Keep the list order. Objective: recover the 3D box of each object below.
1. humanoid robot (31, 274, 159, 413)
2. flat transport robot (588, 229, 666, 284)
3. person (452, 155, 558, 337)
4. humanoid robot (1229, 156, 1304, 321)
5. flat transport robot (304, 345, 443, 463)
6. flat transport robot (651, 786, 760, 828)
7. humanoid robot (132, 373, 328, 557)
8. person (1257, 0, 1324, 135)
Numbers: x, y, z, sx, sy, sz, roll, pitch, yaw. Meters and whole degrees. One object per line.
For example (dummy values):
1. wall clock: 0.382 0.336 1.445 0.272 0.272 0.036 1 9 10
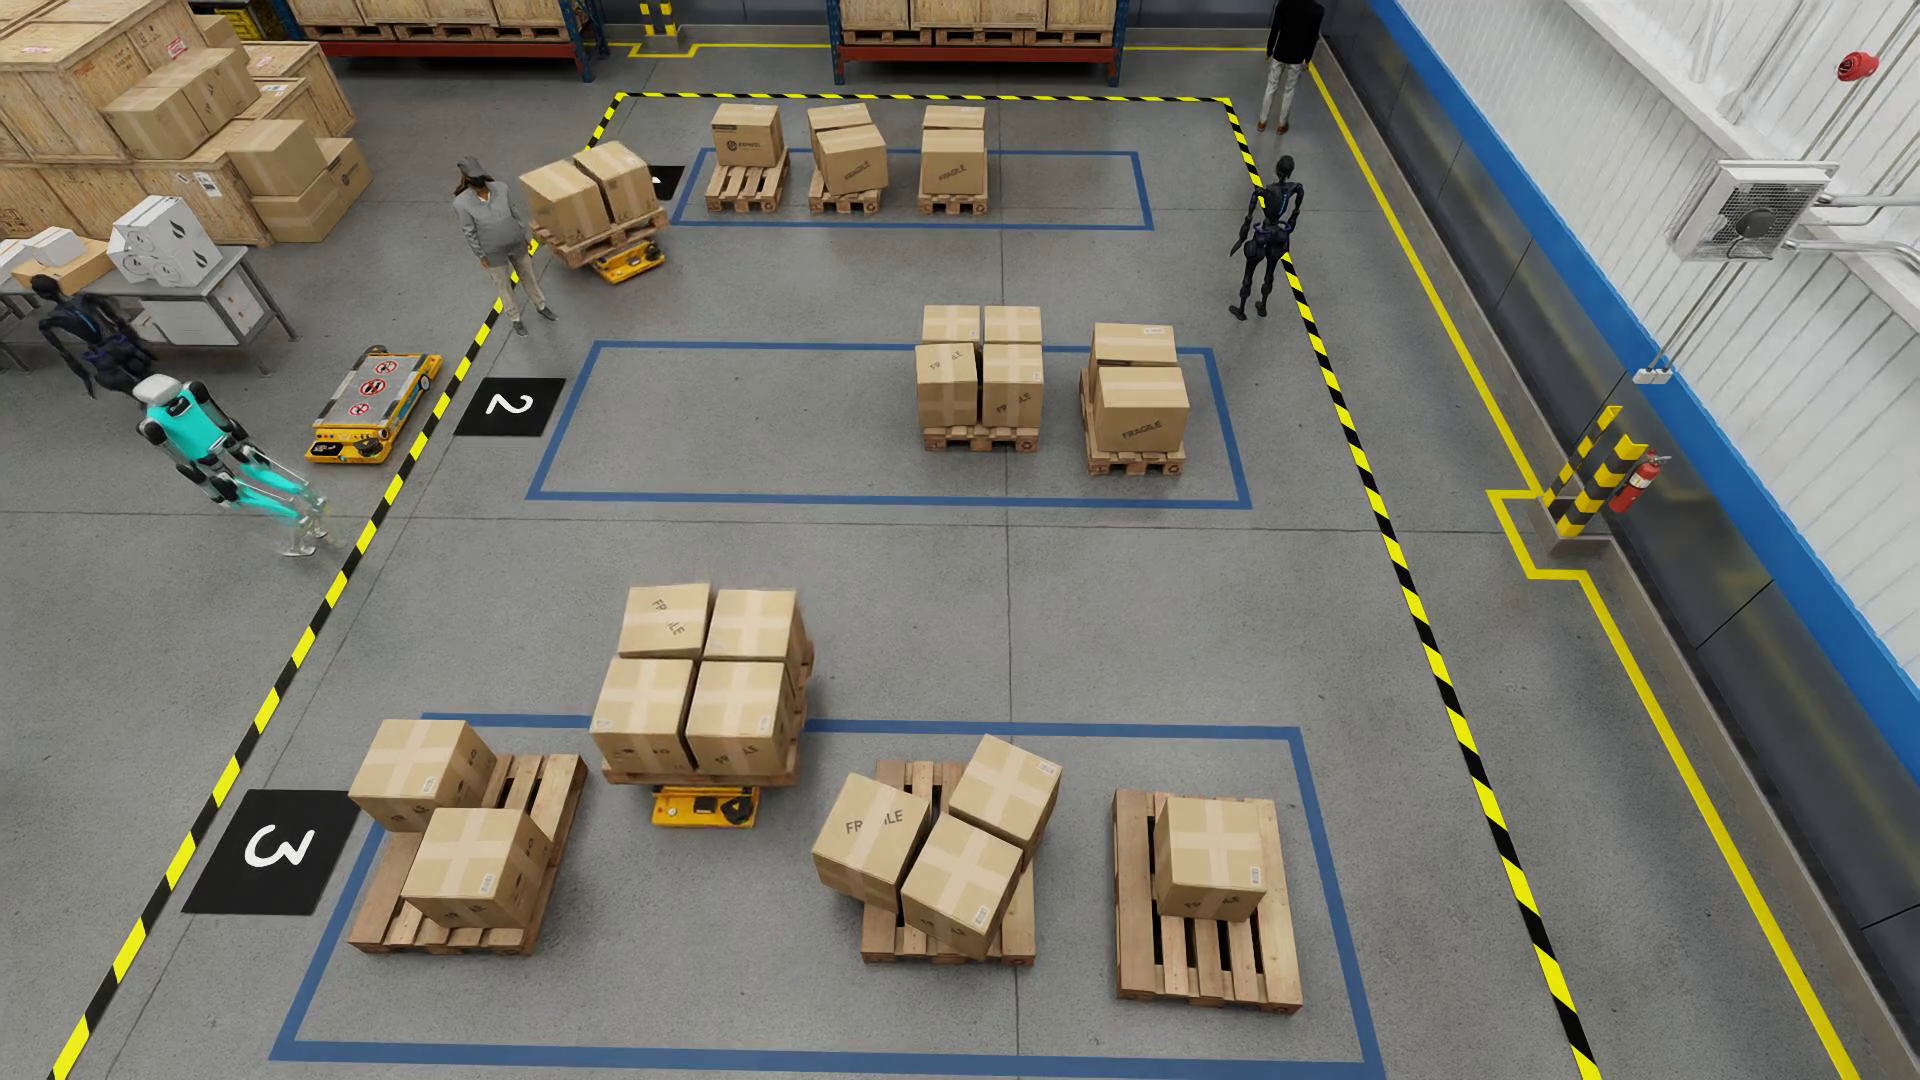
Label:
1. humanoid robot: -7.185 -1.510 7.754 0.780 1.626 0.591 14 51 11
2. flat transport robot: -3.964 -3.330 10.167 1.431 0.197 0.652 37 59 27
3. person: -4.385 -2.812 8.763 0.400 1.769 0.562 34 58 25
4. humanoid robot: 2.965 -2.916 8.905 0.599 1.653 0.315 -8 50 -7
5. flat transport robot: -5.383 -1.269 8.441 0.659 0.231 1.431 1 50 1
6. flat transport robot: -1.642 1.250 6.291 0.652 0.197 1.431 1 50 1
7. humanoid robot: -5.178 -0.488 6.730 0.735 1.677 0.533 8 50 7
8. person: 4.102 -6.044 11.428 0.586 1.877 0.394 21 53 17
